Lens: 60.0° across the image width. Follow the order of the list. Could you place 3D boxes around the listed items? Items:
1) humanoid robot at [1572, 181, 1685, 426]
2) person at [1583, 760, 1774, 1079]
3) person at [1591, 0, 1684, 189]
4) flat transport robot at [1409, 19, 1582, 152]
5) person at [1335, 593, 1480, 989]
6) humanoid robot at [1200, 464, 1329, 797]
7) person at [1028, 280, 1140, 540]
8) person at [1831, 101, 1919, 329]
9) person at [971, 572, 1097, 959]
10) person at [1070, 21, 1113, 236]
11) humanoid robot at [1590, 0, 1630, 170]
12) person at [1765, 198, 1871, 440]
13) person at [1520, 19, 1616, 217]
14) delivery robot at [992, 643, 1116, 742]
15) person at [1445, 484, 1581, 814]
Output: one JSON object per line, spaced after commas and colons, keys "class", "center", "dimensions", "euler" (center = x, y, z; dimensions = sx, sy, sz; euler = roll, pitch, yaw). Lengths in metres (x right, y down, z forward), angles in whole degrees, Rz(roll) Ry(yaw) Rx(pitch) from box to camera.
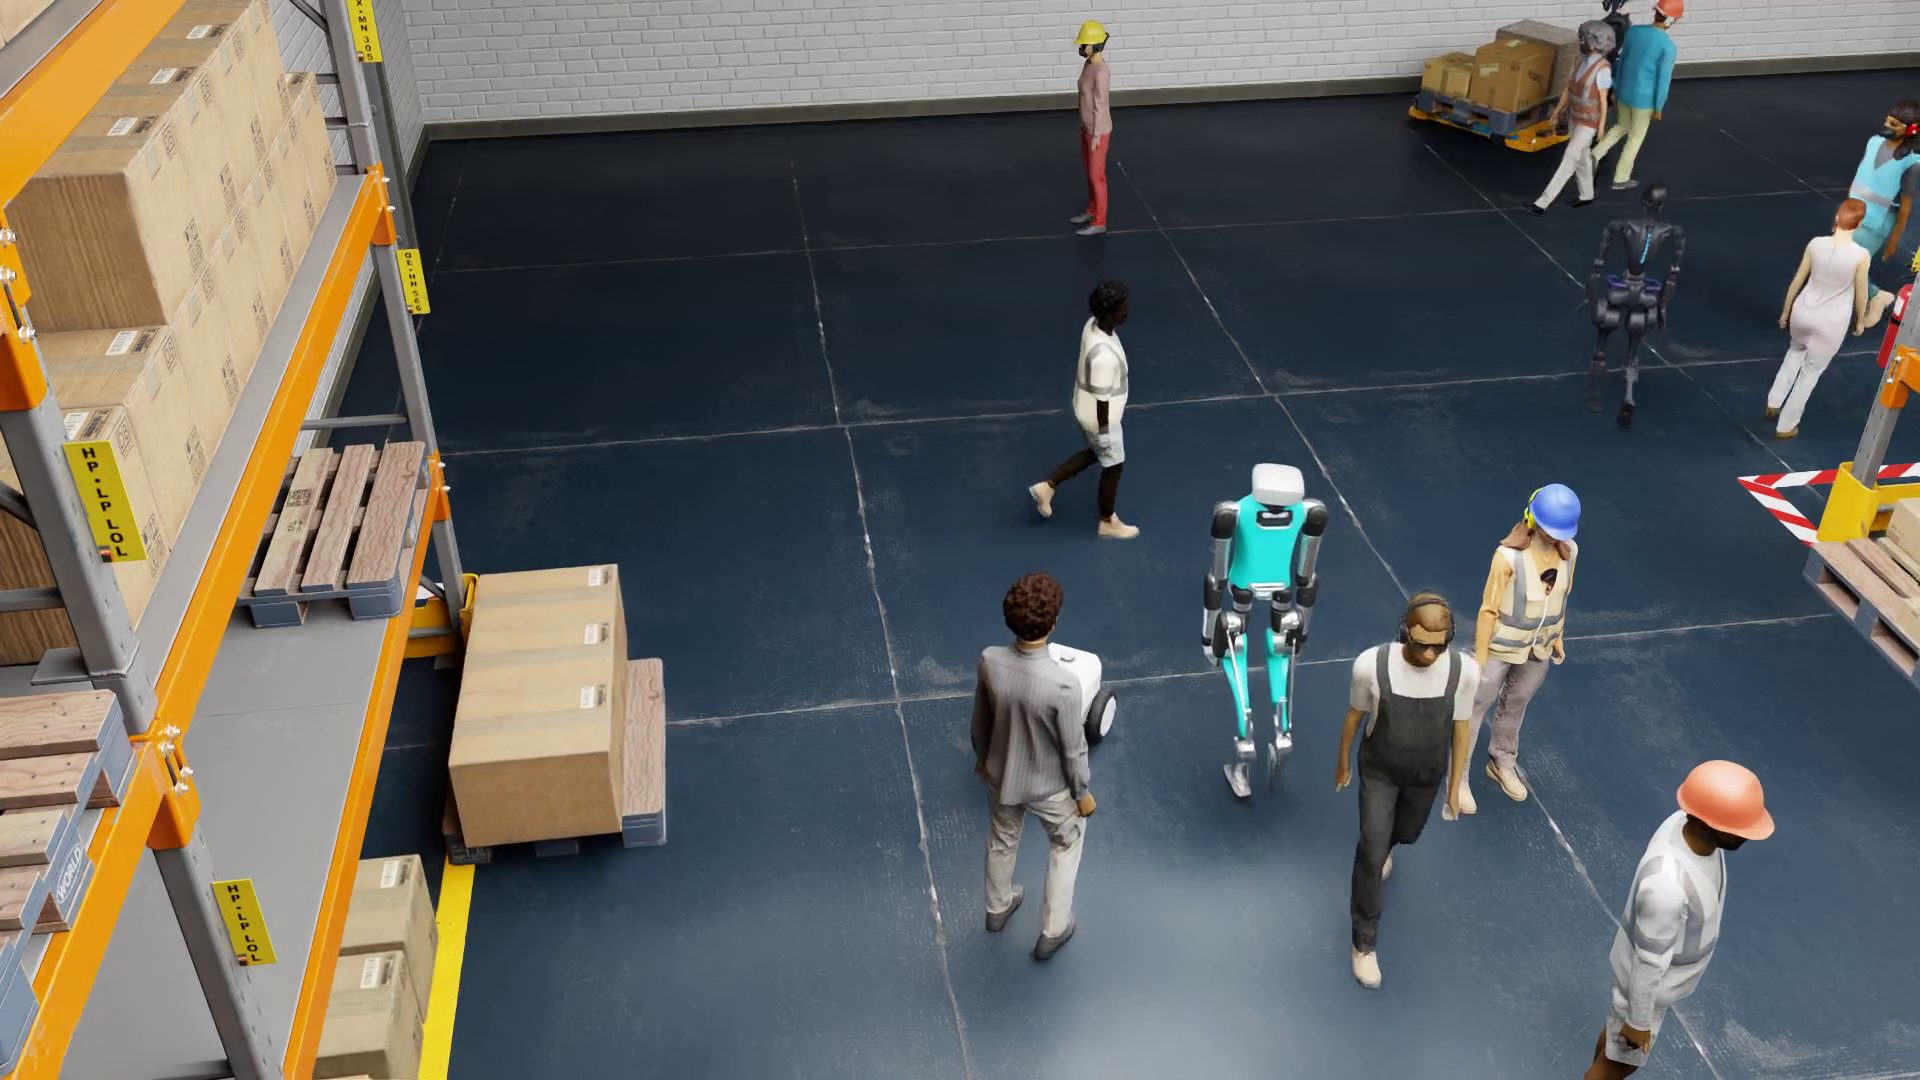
{"class": "humanoid robot", "center": [4.381, -1.540, 10.934], "dimensions": [0.589, 1.646, 0.542], "euler": [5, 33, 8]}
{"class": "person", "center": [2.520, 1.546, 5.958], "dimensions": [0.359, 1.935, 0.552], "euler": [20, 38, 28]}
{"class": "person", "center": [5.870, -3.866, 14.438], "dimensions": [0.513, 1.726, 0.575], "euler": [-14, 36, -21]}
{"class": "flat transport robot", "center": [5.141, -4.086, 16.113], "dimensions": [0.659, 0.231, 1.431], "euler": [-24, 40, -32]}
{"class": "person", "center": [1.845, 0.934, 7.013], "dimensions": [0.501, 1.814, 0.869], "euler": [2, 33, 3]}
{"class": "humanoid robot", "center": [1.405, 0.580, 7.696], "dimensions": [0.542, 1.883, 0.666], "euler": [-3, 33, -4]}
{"class": "person", "center": [0.760, -0.744, 9.697], "dimensions": [0.598, 1.676, 0.538], "euler": [-2, 33, -4]}
{"class": "person", "center": [6.495, -2.231, 11.827], "dimensions": [0.701, 1.843, 0.534], "euler": [-7, 34, -10]}
{"class": "person", "center": [0.282, 0.968, 6.891], "dimensions": [0.577, 1.884, 0.433], "euler": [20, 38, 27]}
{"class": "person", "center": [1.072, -3.376, 13.665], "dimensions": [0.337, 1.756, 0.517], "euler": [-6, 34, -9]}
{"class": "humanoid robot", "center": [5.791, -4.122, 14.895], "dimensions": [0.367, 1.649, 0.584], "euler": [9, 34, 13]}
{"class": "person", "center": [5.597, -1.429, 10.780], "dimensions": [0.506, 1.638, 0.438], "euler": [-24, 40, -32]}
{"class": "person", "center": [5.176, -3.541, 14.016], "dimensions": [0.838, 1.643, 0.449], "euler": [-8, 34, -12]}
{"class": "delivery robot", "center": [0.443, 0.851, 8.303], "dimensions": [0.499, 0.613, 0.811], "euler": [15, 36, 21]}
{"class": "person", "center": [2.592, 0.502, 7.708], "dimensions": [0.471, 1.771, 0.321], "euler": [-9, 34, -14]}
